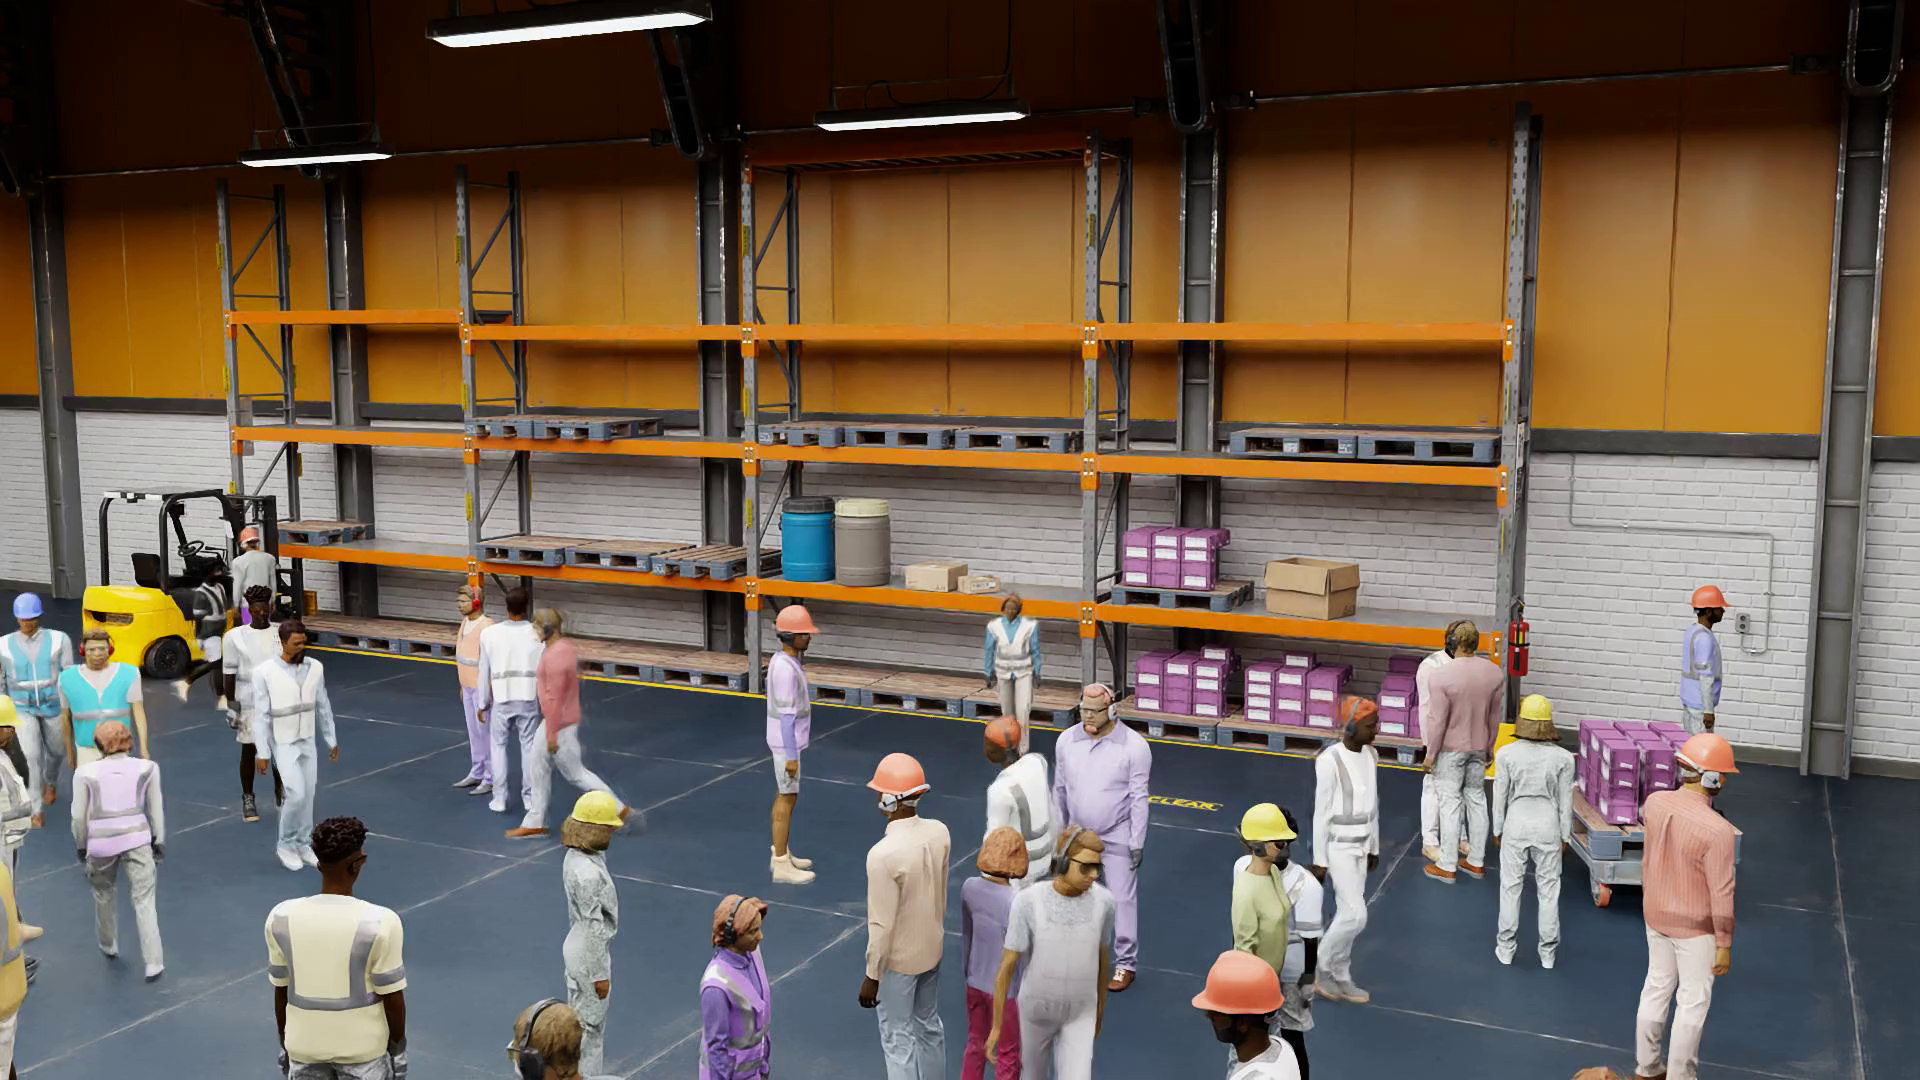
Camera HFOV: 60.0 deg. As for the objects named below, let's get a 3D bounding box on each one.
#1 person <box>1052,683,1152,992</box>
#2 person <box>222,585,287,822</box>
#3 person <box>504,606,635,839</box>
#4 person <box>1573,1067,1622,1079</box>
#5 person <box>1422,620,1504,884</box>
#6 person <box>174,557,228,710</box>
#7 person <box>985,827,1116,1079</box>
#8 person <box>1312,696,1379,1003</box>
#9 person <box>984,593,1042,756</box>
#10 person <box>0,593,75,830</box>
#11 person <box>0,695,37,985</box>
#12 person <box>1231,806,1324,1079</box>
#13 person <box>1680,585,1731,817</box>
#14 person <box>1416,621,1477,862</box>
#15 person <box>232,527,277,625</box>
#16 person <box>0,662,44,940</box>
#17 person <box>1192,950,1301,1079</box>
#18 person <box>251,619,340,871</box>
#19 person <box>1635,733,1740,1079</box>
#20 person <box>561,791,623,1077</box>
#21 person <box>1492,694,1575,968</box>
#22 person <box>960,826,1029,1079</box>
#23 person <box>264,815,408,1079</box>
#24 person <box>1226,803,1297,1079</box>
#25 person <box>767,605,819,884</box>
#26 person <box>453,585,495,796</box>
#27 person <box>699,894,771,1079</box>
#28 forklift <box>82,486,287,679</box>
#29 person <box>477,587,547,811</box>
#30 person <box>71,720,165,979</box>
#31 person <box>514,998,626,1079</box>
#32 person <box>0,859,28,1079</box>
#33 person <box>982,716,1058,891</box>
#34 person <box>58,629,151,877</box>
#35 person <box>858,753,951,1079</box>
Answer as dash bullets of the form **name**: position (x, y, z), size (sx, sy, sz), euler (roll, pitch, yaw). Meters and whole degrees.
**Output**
- **person**: position (0.849, 1.810, 10.213), size (0.636, 1.900, 0.398), euler (4, 8, 27)
- **person**: position (-5.785, 1.337, 13.814), size (0.613, 1.964, 0.361), euler (-6, 9, -41)
- **person**: position (-3.103, 1.455, 13.189), size (0.973, 1.897, 0.631), euler (-1, 7, -11)
- **person**: position (2.170, 2.531, 5.511), size (0.867, 1.582, 0.536), euler (-2, 7, -13)
- **person**: position (3.674, 1.544, 12.211), size (0.635, 1.938, 0.359), euler (-3, 7, -22)
- **person**: position (-8.095, 1.003, 17.803), size (0.690, 1.678, 0.531), euler (0, 7, -1)
- **person**: position (0.416, 2.179, 7.595), size (0.617, 1.788, 0.972), euler (0, 7, -4)
- **person**: position (2.333, 1.855, 9.917), size (0.418, 1.869, 0.604), euler (7, 9, 43)
- **person**: position (0.485, 1.297, 15.659), size (0.541, 1.596, 0.685), euler (1, 7, 11)
- **person**: position (-7.670, 1.375, 13.825), size (0.610, 1.921, 0.944), euler (-4, 8, -31)
- **person**: position (-5.921, 1.846, 10.222), size (0.403, 1.820, 0.603), euler (-4, 8, -30)
- **person**: position (1.564, 2.143, 8.302), size (0.321, 1.695, 0.533), euler (-6, 9, -41)
- **person**: position (6.213, 1.339, 13.903), size (0.351, 1.942, 0.545), euler (1, 7, 11)
- **person**: position (3.790, 1.531, 12.753), size (0.621, 1.837, 0.429), euler (-4, 8, -27)
- **person**: position (-8.418, 0.715, 19.823), size (0.342, 1.748, 0.572), euler (4, 8, 32)
- **person**: position (-6.502, 1.658, 10.854), size (0.787, 2.000, 0.691), euler (0, 7, -4)
- **person**: position (0.976, 2.343, 5.681), size (0.399, 1.928, 0.542), euler (3, 7, 20)
- **person**: position (-4.968, 1.530, 12.466), size (0.479, 1.901, 0.624), euler (4, 8, 27)
- **person**: position (3.763, 1.967, 8.576), size (0.411, 1.980, 0.626), euler (-2, 7, -16)
- **person**: position (-1.831, 2.113, 8.355), size (0.309, 1.735, 0.484), euler (-3, 7, -22)
- **person**: position (3.634, 1.843, 10.584), size (0.485, 1.738, 0.320), euler (2, 7, 17)
- **person**: position (0.192, 2.198, 8.113), size (0.289, 1.626, 0.498), euler (-7, 9, -43)
- **person**: position (-2.658, 2.151, 7.150), size (0.598, 1.958, 0.370), euler (0, 7, 4)
- **person**: position (1.450, 2.136, 8.018), size (0.308, 1.772, 0.523), euler (3, 8, 25)
- **person**: position (-1.227, 1.489, 12.246), size (0.391, 2.040, 0.615), euler (-1, 7, -7)
- **person**: position (-4.223, 1.303, 14.600), size (0.387, 1.842, 0.566), euler (-6, 9, -39)
- **person**: position (-0.963, 2.312, 7.144), size (0.319, 1.631, 0.524), euler (1, 7, 11)
- **forklift**: position (-9.426, 0.454, 20.179), size (1.214, 2.155, 2.313), euler (3, 8, 26)
- **person**: position (-3.732, 1.345, 14.001), size (0.644, 1.907, 0.466), euler (-2, 7, -18)
- **person**: position (-5.309, 1.929, 10.497), size (0.524, 1.569, 0.884), euler (-5, 8, -34)
- **person**: position (-1.251, 2.393, 5.262), size (0.384, 1.930, 0.634), euler (4, 8, 28)
- **person**: position (-4.450, 2.100, 7.550), size (0.373, 1.956, 0.605), euler (-3, 8, -25)
- **person**: position (0.357, 1.906, 9.653), size (0.366, 1.834, 0.665), euler (4, 8, 28)
- **person**: position (-6.393, 1.578, 12.453), size (0.585, 1.813, 0.840), euler (-4, 8, -29)
- **person**: position (-0.279, 2.016, 8.083), size (0.379, 1.996, 0.611), euler (4, 8, 31)
